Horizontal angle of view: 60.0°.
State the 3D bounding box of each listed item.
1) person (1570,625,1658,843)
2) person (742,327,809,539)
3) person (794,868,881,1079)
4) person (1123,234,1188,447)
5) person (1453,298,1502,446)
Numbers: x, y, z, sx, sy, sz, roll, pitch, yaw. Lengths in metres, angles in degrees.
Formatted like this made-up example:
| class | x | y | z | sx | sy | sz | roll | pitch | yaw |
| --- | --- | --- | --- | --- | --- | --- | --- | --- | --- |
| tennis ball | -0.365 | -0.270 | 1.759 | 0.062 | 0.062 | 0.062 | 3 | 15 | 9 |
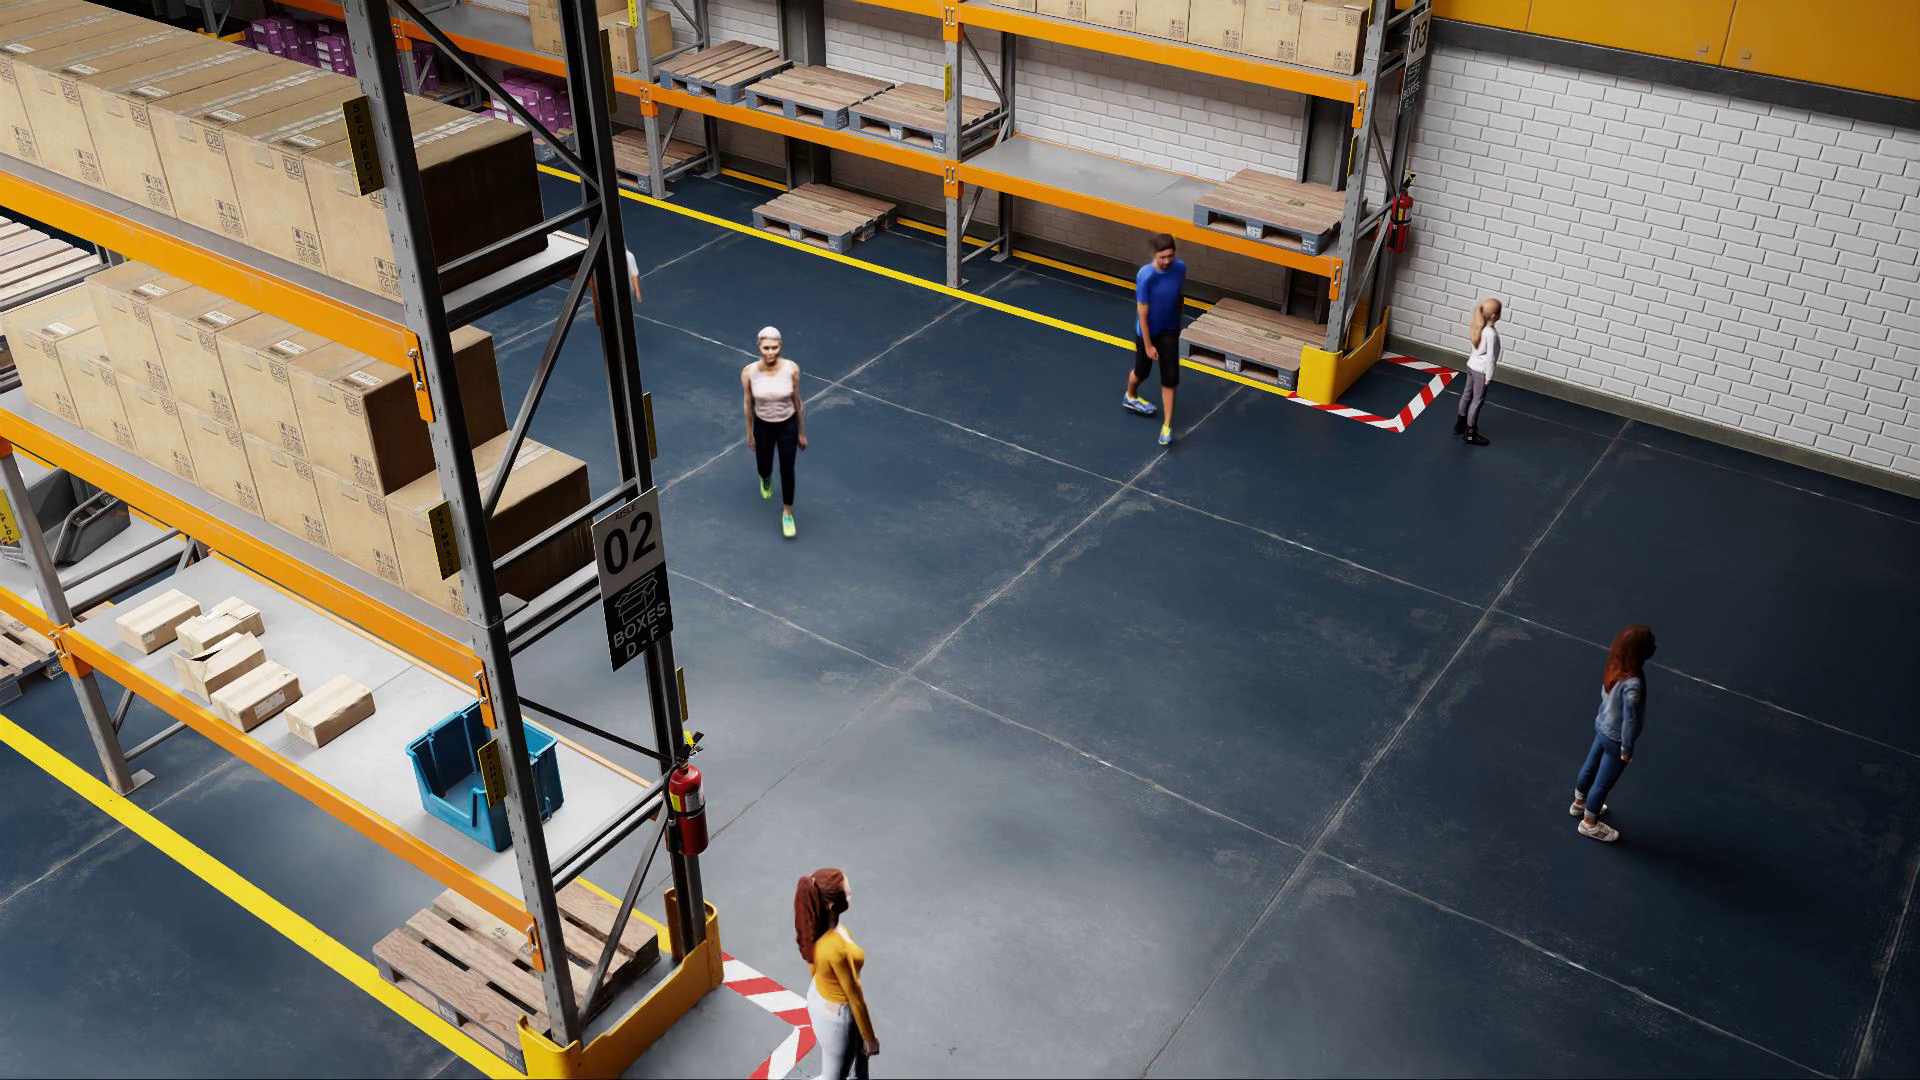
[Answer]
| class | x | y | z | sx | sy | sz | roll | pitch | yaw |
| --- | --- | --- | --- | --- | --- | --- | --- | --- | --- |
| person | 3.826 | 1.106 | 9.726 | 0.665 | 1.477 | 0.647 | 1 | 34 | 2 |
| person | -1.392 | -0.868 | 12.506 | 0.911 | 1.687 | 0.973 | -6 | 34 | -9 |
| person | -0.664 | 2.258 | 7.771 | 1.029 | 1.723 | 1.097 | -13 | 36 | -18 |
| person | 1.602 | -1.736 | 13.699 | 1.054 | 1.812 | 1.167 | -14 | 36 | -20 |
| person | 4.273 | -1.407 | 13.686 | 0.642 | 1.277 | 0.585 | -4 | 34 | -7 |
